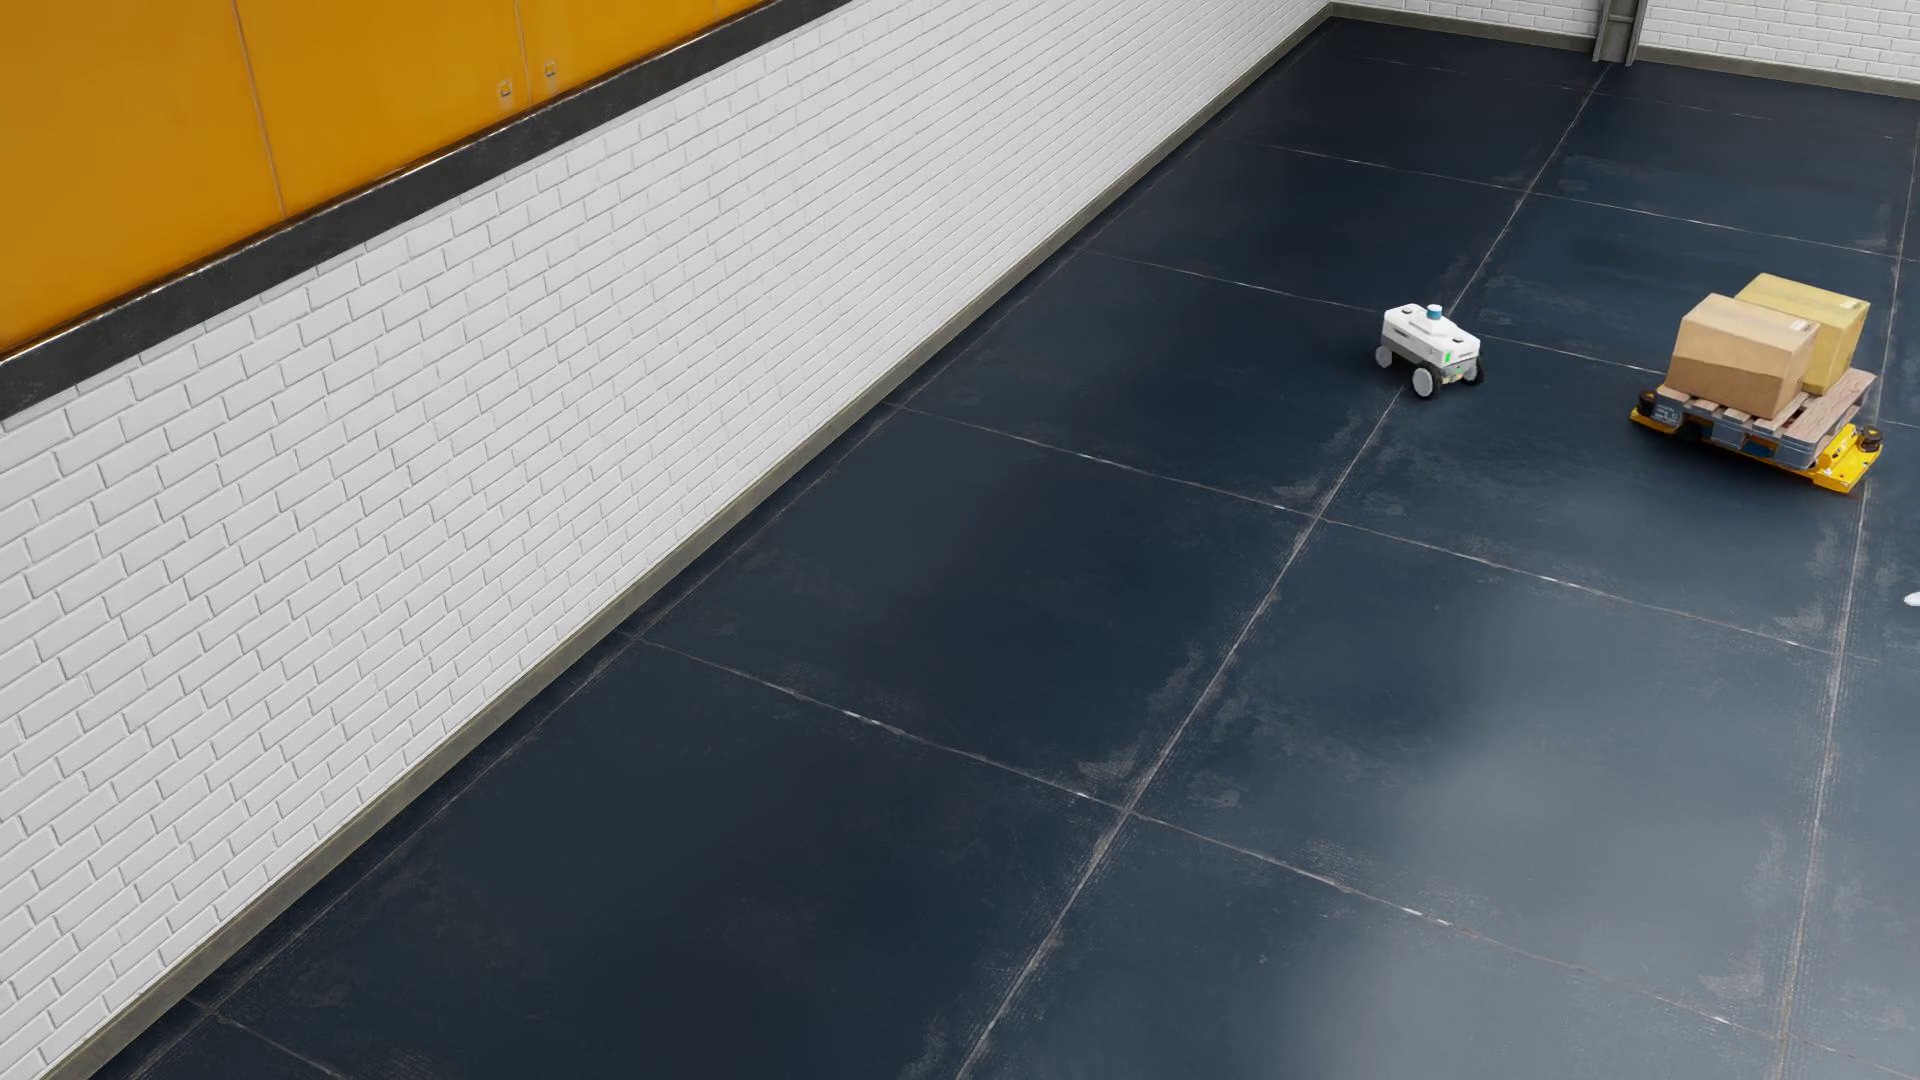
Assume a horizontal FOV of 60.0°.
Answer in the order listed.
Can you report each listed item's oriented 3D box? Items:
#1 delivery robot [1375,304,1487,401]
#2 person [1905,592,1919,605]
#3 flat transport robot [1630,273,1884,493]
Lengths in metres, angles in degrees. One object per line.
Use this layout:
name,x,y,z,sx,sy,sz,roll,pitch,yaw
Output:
delivery robot,3.320,-1.373,11.760,0.499,0.590,0.793,-17,38,-24
person,5.854,-0.413,9.312,0.715,1.713,0.496,0,34,-1
flat transport robot,5.310,-0.755,11.101,1.431,0.231,0.659,26,42,33
